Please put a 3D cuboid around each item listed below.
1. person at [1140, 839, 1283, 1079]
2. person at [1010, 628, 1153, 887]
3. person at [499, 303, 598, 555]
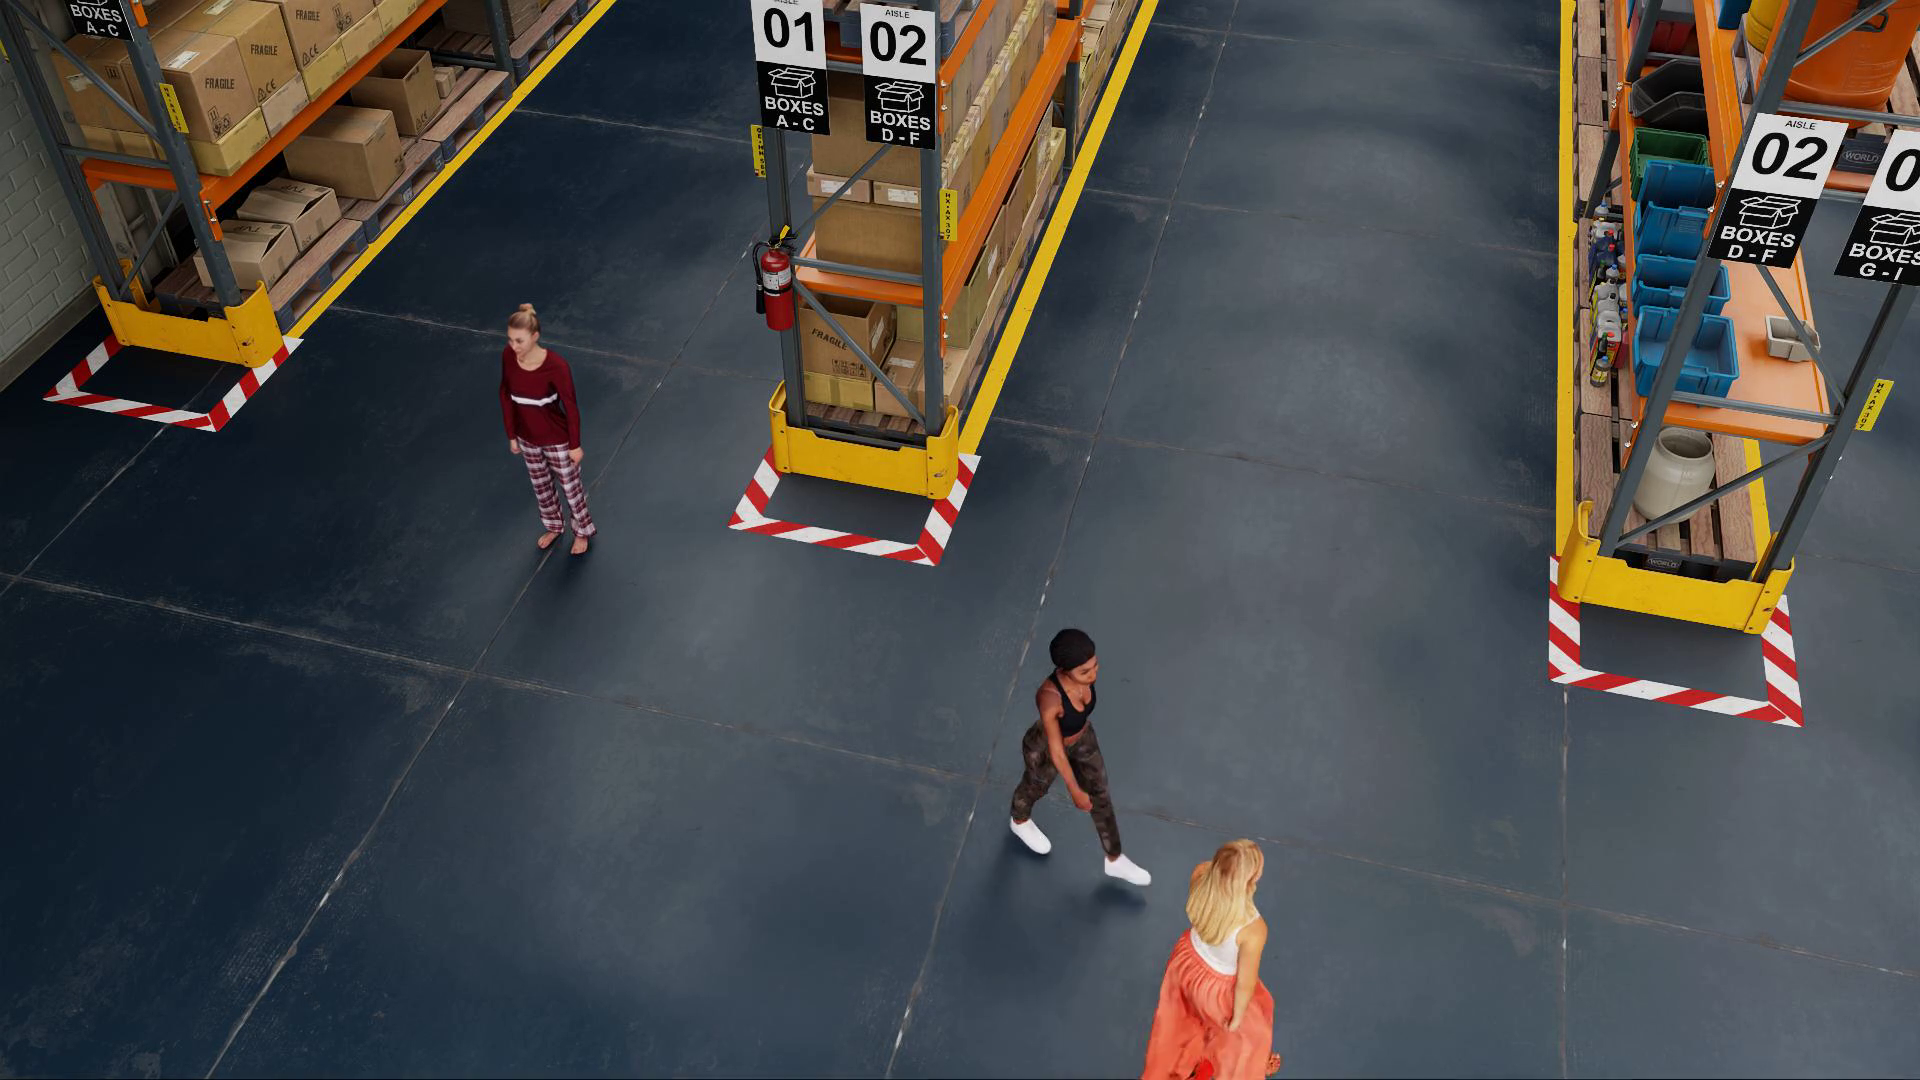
[{"bbox_3d":[0.959,1.869,6.934,1.038,1.783,0.971,-23,48,-23],"label":"person"},{"bbox_3d":[0.403,0.980,7.973,0.935,1.665,1.043,29,50,28],"label":"person"},{"bbox_3d":[-2.409,-0.623,9.666,0.607,1.698,0.482,10,44,11],"label":"person"}]
